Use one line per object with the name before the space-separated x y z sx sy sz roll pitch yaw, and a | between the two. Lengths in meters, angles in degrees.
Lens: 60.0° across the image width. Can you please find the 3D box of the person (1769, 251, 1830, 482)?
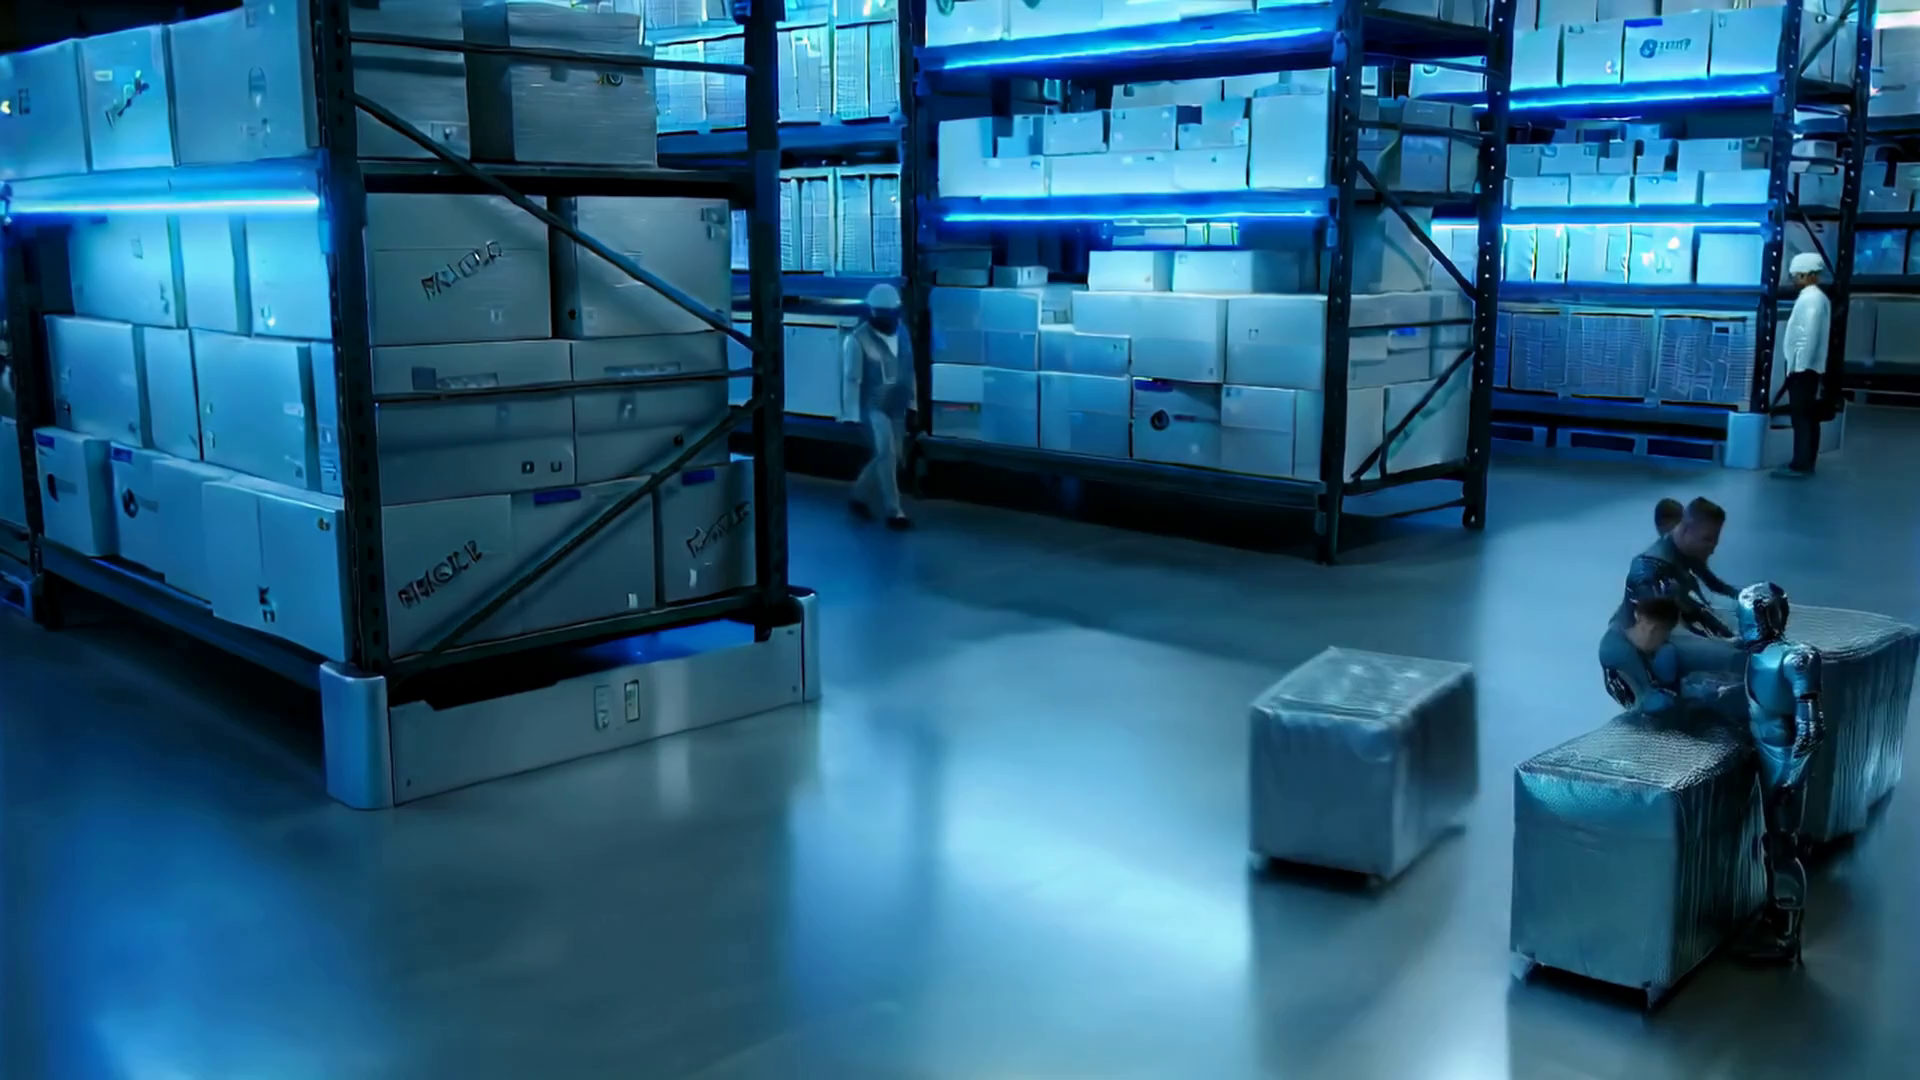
person | 7.307 -1.499 14.449 0.399 1.989 0.623 9 14 40

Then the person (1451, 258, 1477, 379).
person | 4.659 -1.713 15.821 0.506 1.913 0.540 8 13 36

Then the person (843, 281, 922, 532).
person | -0.607 -0.989 12.185 0.805 1.812 0.585 9 14 42
